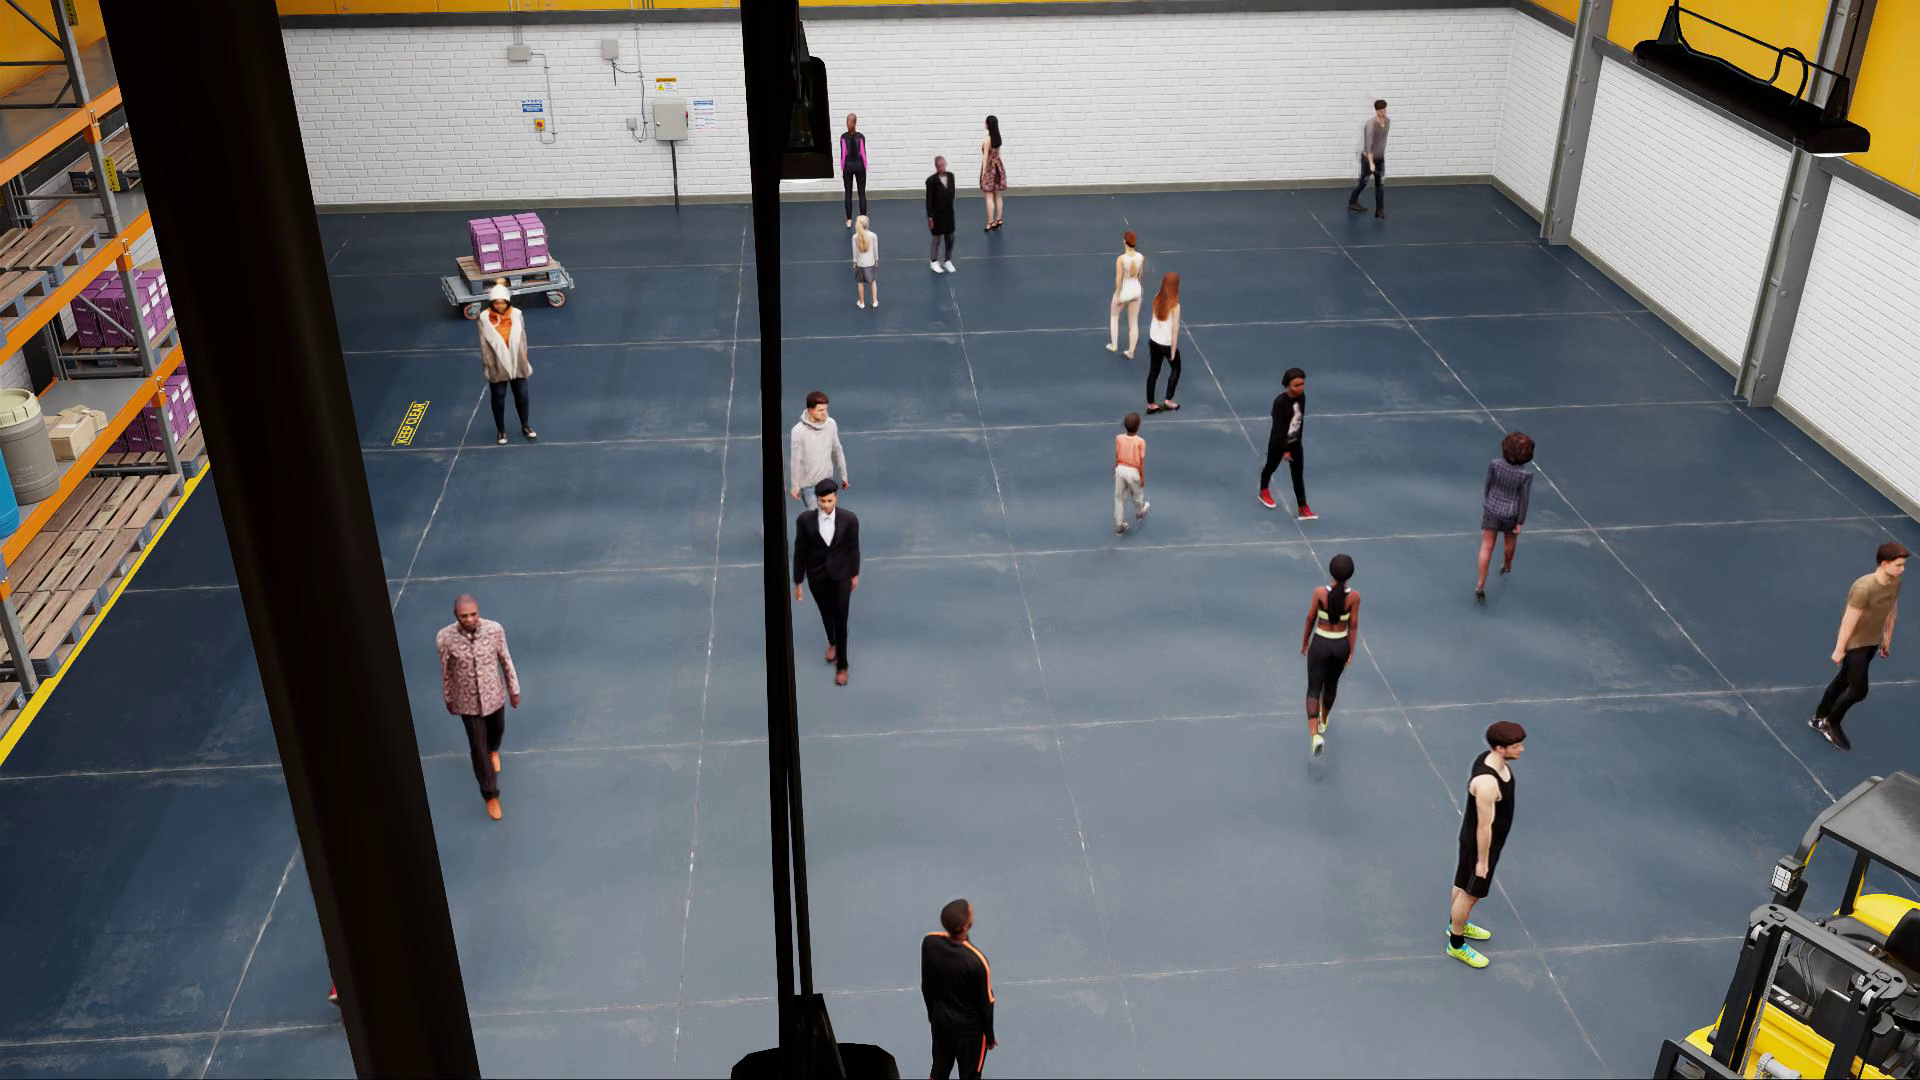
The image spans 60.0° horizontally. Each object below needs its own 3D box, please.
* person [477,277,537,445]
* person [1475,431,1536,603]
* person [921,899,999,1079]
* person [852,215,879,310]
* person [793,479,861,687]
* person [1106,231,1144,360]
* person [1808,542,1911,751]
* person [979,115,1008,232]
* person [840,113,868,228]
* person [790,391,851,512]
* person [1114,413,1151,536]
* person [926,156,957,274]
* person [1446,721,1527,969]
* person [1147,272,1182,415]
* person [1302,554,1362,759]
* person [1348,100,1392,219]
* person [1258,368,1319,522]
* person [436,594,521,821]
[{"bbox_3d":[-5.093,-2.030,18.641,0.799,1.905,0.812,-15,32,-25],"label":"person"},{"bbox_3d":[5.022,-0.178,15.518,0.995,1.645,1.133,17,33,28],"label":"person"},{"bbox_3d":[-0.015,2.836,9.821,0.697,1.808,0.728,17,33,28],"label":"person"},{"bbox_3d":[-1.276,-3.766,22.482,0.504,1.275,0.522,-4,29,-8],"label":"person"},{"bbox_3d":[-1.130,0.261,14.499,0.809,1.849,1.023,2,29,4],"label":"person"},{"bbox_3d":[2.139,-3.027,20.760,0.652,1.626,0.764,-9,30,-17],"label":"person"},{"bbox_3d":[7.227,0.803,13.517,0.797,1.839,0.820,-16,32,-26],"label":"person"},{"bbox_3d":[0.490,-5.564,25.258,0.864,1.773,0.799,20,34,32],"label":"person"},{"bbox_3d":[-1.625,-5.670,25.474,0.559,1.752,0.561,-1,29,-2],"label":"person"},{"bbox_3d":[-1.447,-0.613,16.117,0.981,1.835,1.066,-23,36,-35],"label":"person"},{"bbox_3d":[1.676,-0.642,16.741,0.761,1.288,0.896,14,31,24],"label":"person"},{"bbox_3d":[-0.285,-4.631,23.592,0.782,1.730,0.830,-20,34,-32],"label":"person"},{"bbox_3d":[3.534,2.013,11.244,0.827,1.890,0.665,9,30,17],"label":"person"},{"bbox_3d":[2.296,-2.241,19.234,0.787,1.708,0.725,-25,37,-37],"label":"person"},{"bbox_3d":[2.967,0.946,13.368,0.741,1.729,1.088,5,29,8],"label":"person"},{"bbox_3d":[6.389,-5.944,25.885,0.992,1.840,1.184,-20,34,-32],"label":"person"},{"bbox_3d":[3.273,-1.015,17.066,0.852,1.630,1.183,-14,32,-24],"label":"person"},{"bbox_3d":[-3.732,1.168,12.903,0.988,1.786,1.290,-13,31,-22],"label":"person"}]
